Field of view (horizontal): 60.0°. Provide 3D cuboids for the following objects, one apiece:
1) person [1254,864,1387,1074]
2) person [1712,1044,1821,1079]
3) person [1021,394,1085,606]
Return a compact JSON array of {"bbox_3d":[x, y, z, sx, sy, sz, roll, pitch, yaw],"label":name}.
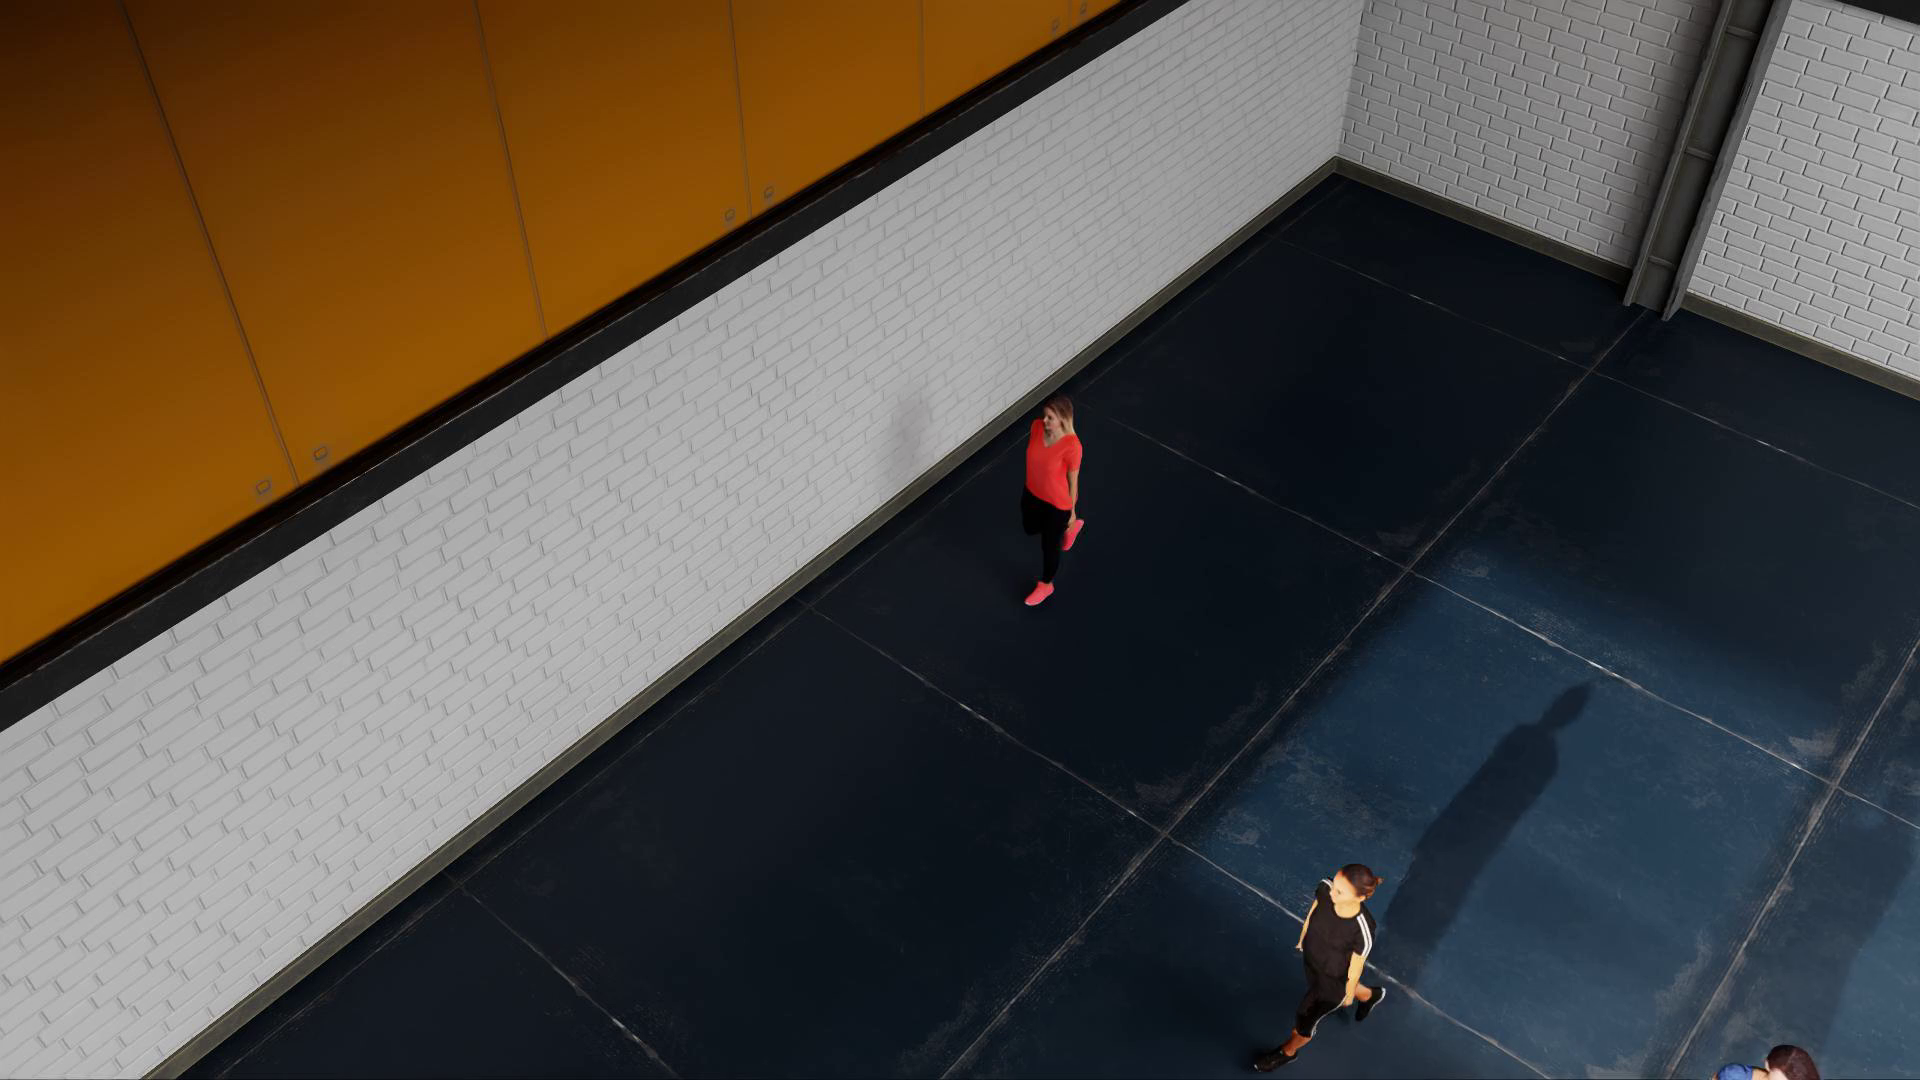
[{"bbox_3d":[1.969,2.164,8.554,0.977,1.643,1.047,-14,45,-14],"label":"person"},{"bbox_3d":[3.583,2.799,7.804,1.115,1.758,0.904,16,46,16],"label":"person"},{"bbox_3d":[0.668,-0.324,11.137,0.861,1.681,0.687,34,53,30],"label":"person"}]
